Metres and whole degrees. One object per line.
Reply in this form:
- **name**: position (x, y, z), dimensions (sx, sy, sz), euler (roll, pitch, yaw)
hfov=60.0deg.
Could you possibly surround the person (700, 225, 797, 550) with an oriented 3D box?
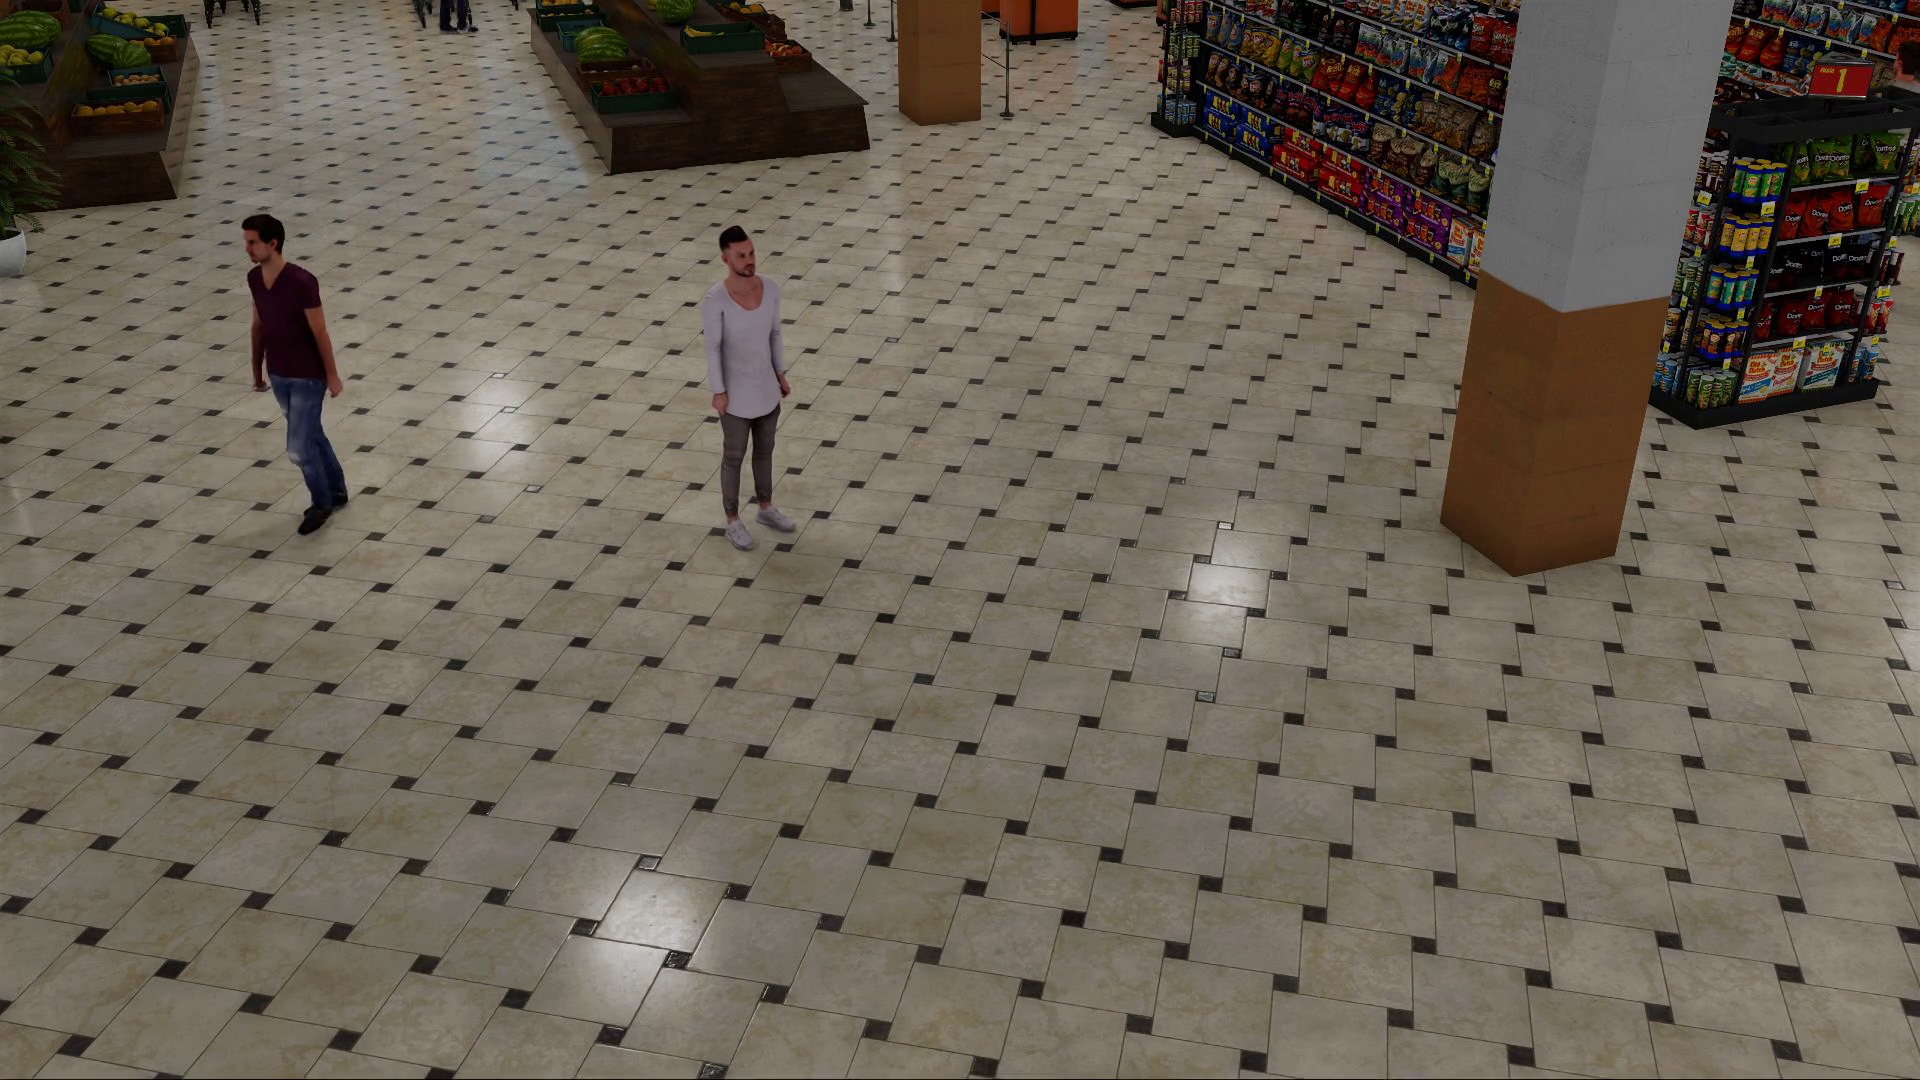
- **person**: position (-1.188, -0.864, 9.256), dimensions (0.745, 1.840, 0.716), euler (-25, 37, -38)

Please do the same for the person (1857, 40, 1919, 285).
- **person**: position (7.176, -2.861, 12.863), dimensions (0.668, 1.887, 0.771), euler (-9, 30, -17)

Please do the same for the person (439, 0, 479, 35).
- **person**: position (-6.667, -7.266, 21.292), dimensions (0.609, 1.543, 0.667), euler (-7, 30, -13)

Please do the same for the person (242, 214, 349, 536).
- **person**: position (-3.701, -0.979, 9.470), dimensions (0.851, 1.836, 0.916), euler (16, 32, 27)
